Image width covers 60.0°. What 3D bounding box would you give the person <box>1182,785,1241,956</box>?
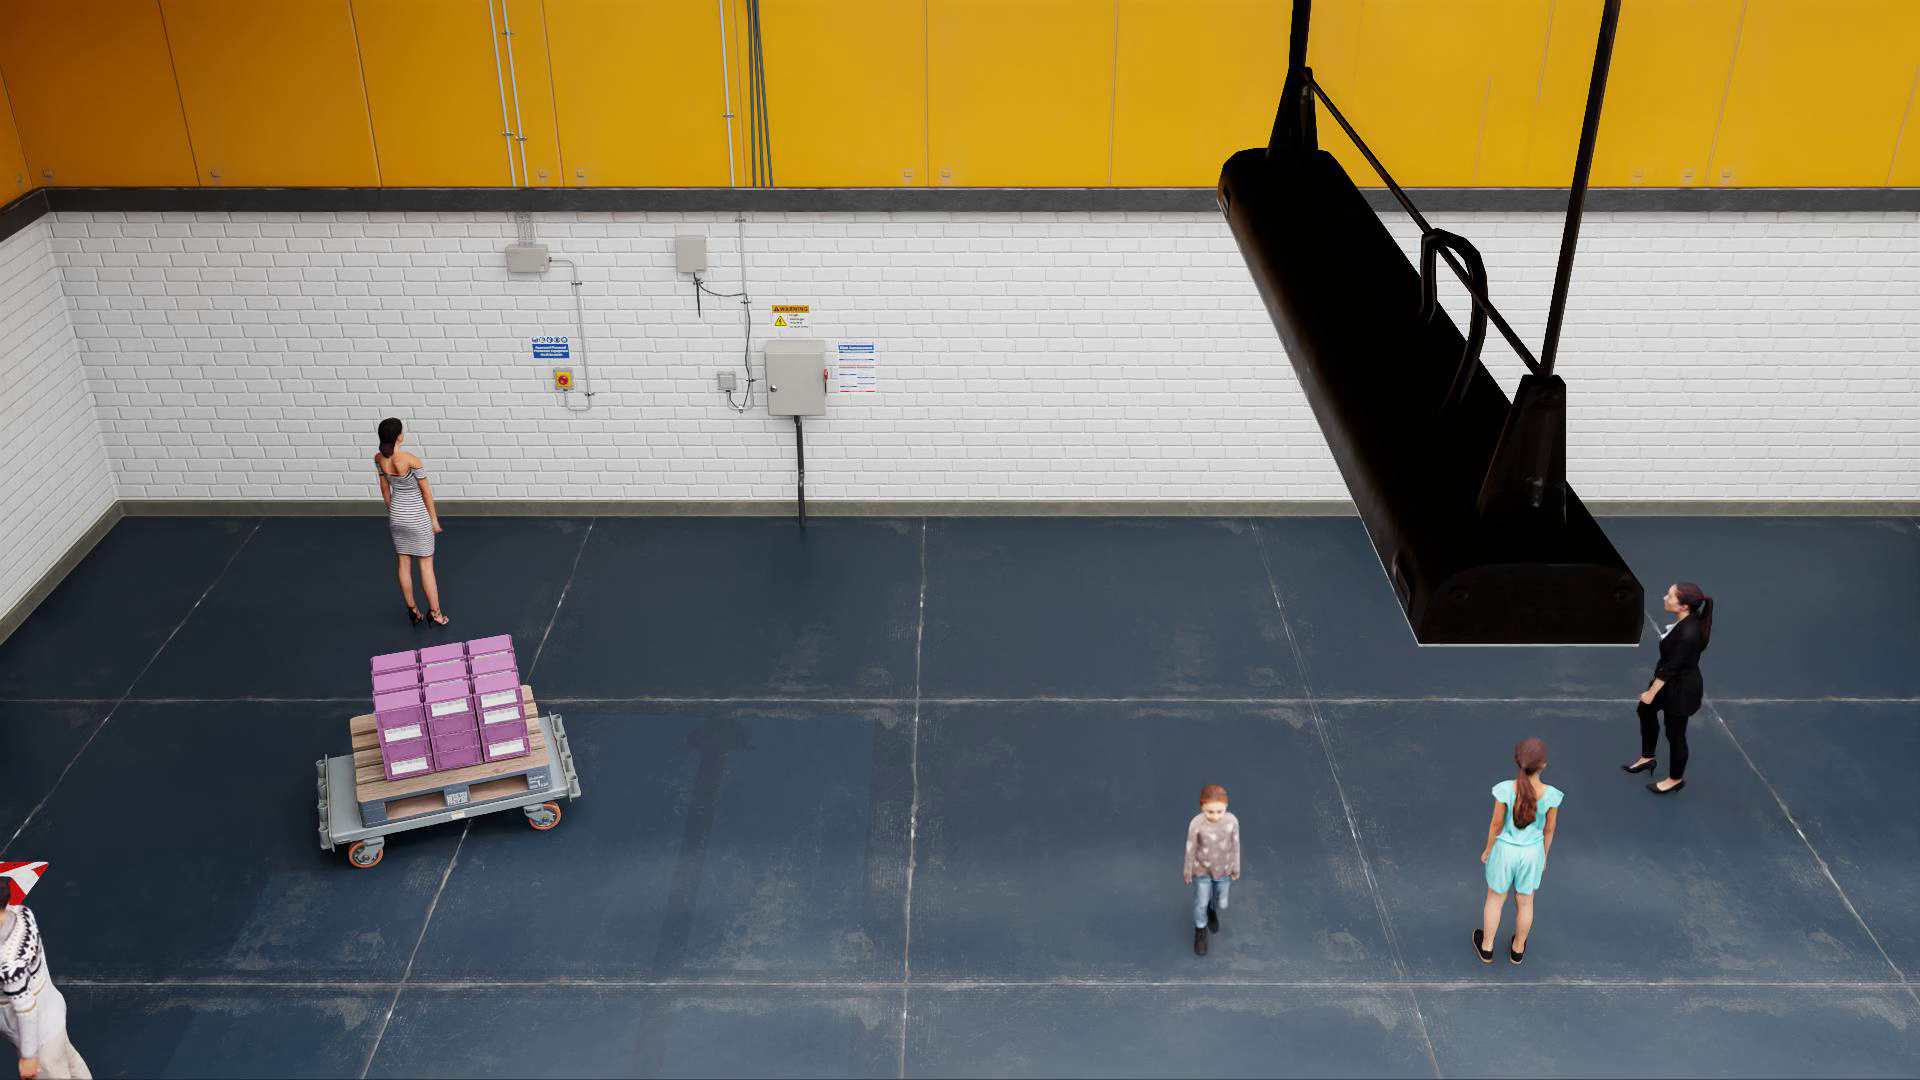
[{"bbox_3d":[1.506,1.924,9.972,0.493,1.186,0.556,-1,29,-1],"label":"person"}]

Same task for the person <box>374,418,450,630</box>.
[{"bbox_3d":[-4.327,-0.128,13.070,0.655,1.822,0.629,8,30,15],"label":"person"}]

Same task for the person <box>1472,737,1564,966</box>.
[{"bbox_3d":[3.268,1.828,9.760,0.585,1.558,0.583,5,29,9],"label":"person"}]

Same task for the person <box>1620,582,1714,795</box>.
[{"bbox_3d":[4.884,1.038,11.123,0.760,1.639,0.690,11,31,20],"label":"person"}]

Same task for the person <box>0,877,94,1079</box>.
[{"bbox_3d":[-4.649,2.416,8.364,0.821,1.862,0.661,-12,31,-21],"label":"person"}]
